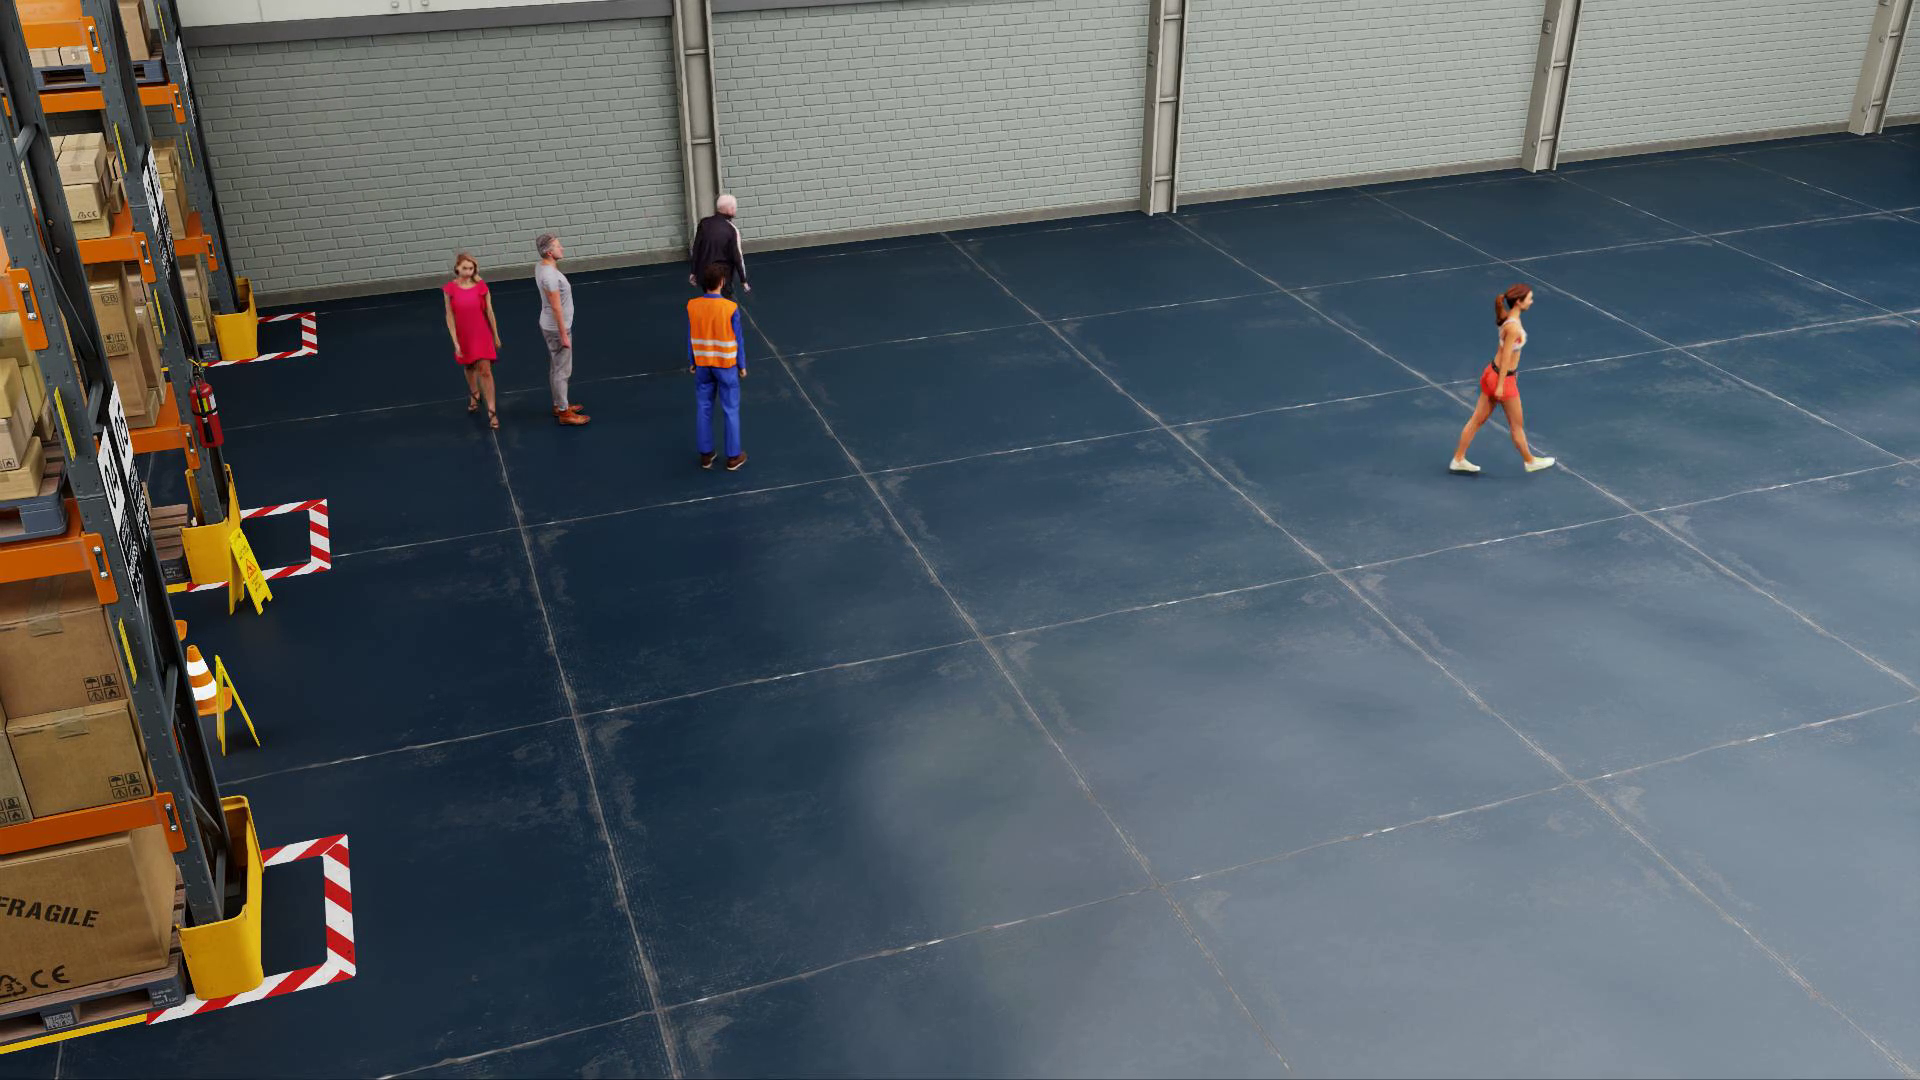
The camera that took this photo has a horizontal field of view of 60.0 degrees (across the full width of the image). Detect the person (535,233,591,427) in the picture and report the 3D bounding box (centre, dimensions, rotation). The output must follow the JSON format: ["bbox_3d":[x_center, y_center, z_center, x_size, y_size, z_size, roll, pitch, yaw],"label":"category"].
[{"bbox_3d":[-3.774,-1.979,15.527,0.557,1.832,0.699,-11,30,-20],"label":"person"}]

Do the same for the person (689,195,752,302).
[{"bbox_3d":[-2.485,-2.526,16.599,0.879,1.789,0.929,12,30,22],"label":"person"}]

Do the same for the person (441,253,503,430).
[{"bbox_3d":[-4.572,-1.906,15.569,0.913,1.662,0.768,-2,28,-3],"label":"person"}]

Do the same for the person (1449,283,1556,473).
[{"bbox_3d":[4.605,-1.366,14.463,1.197,1.750,0.930,3,28,5],"label":"person"}]

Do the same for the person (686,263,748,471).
[{"bbox_3d":[-2.143,-1.525,14.645,0.743,1.859,0.844,6,29,11],"label":"person"}]
